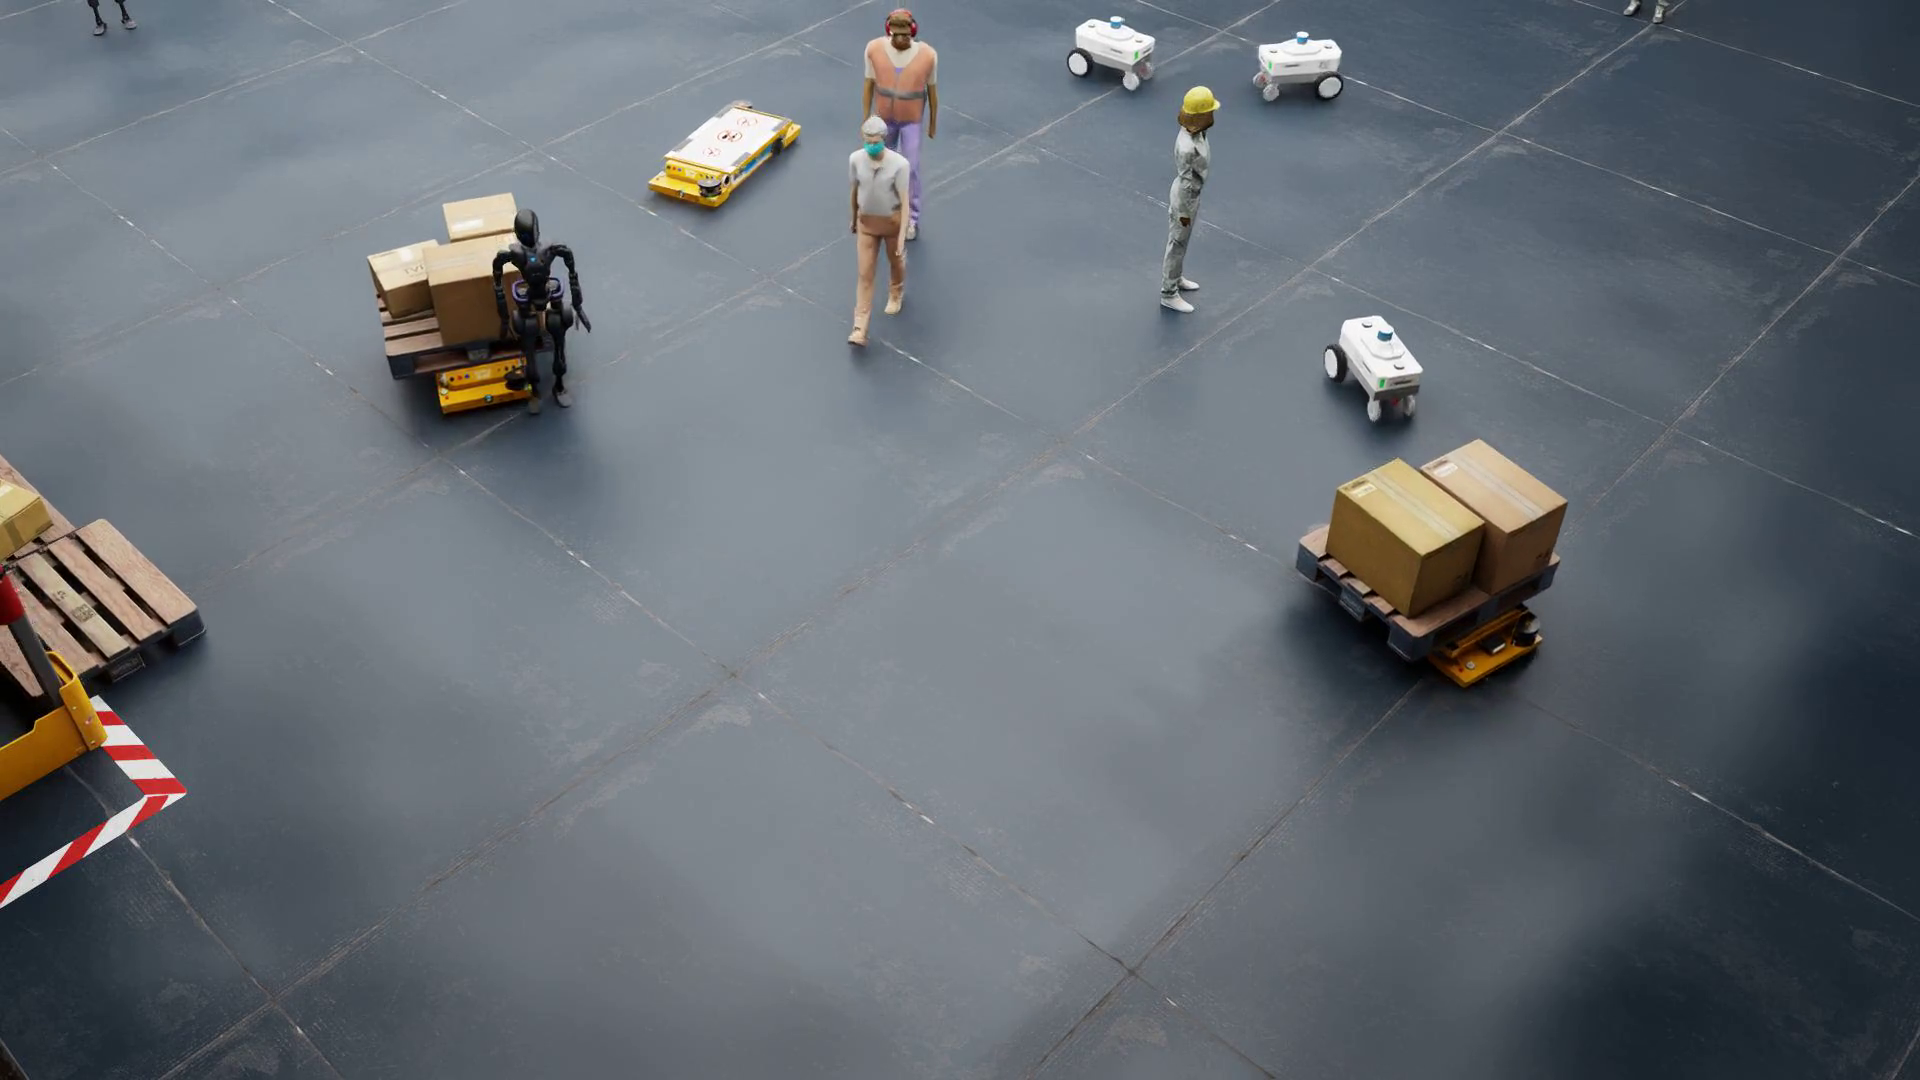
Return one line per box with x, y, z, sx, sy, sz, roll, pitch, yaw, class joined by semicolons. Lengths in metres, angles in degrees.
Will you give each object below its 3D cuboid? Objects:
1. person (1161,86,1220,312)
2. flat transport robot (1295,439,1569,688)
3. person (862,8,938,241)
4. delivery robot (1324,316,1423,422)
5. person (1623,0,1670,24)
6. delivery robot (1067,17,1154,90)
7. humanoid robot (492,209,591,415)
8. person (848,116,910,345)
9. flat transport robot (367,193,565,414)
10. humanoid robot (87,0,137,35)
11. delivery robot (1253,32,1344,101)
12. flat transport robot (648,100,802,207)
1.688;-2.513;12.214;0.291;1.744;0.492;9;43;10;person
2.809;0.294;10.199;0.659;0.231;1.431;-24;47;-24;flat transport robot
-0.458;-3.313;13.049;0.567;1.821;0.635;7;42;8;person
2.937;-1.254;11.718;0.499;0.611;0.792;-10;43;-11;delivery robot
6.791;-5.895;15.912;0.562;1.833;0.408;22;46;22;person
1.416;-4.530;15.342;0.789;0.587;0.499;27;48;26;delivery robot
-2.826;-1.548;11.202;0.610;1.642;0.463;-13;44;-14;humanoid robot
-0.595;-2.225;11.934;0.469;1.694;0.932;6;42;7;person
-3.539;-1.457;12.145;0.659;0.231;1.431;-13;44;-14;flat transport robot
-8.228;-5.623;15.715;0.599;1.655;0.315;-17;45;-18;humanoid robot
3.094;-4.315;15.106;0.774;0.592;0.499;-7;42;-7;delivery robot
-1.993;-3.312;14.208;0.659;0.231;1.431;18;45;19;flat transport robot
